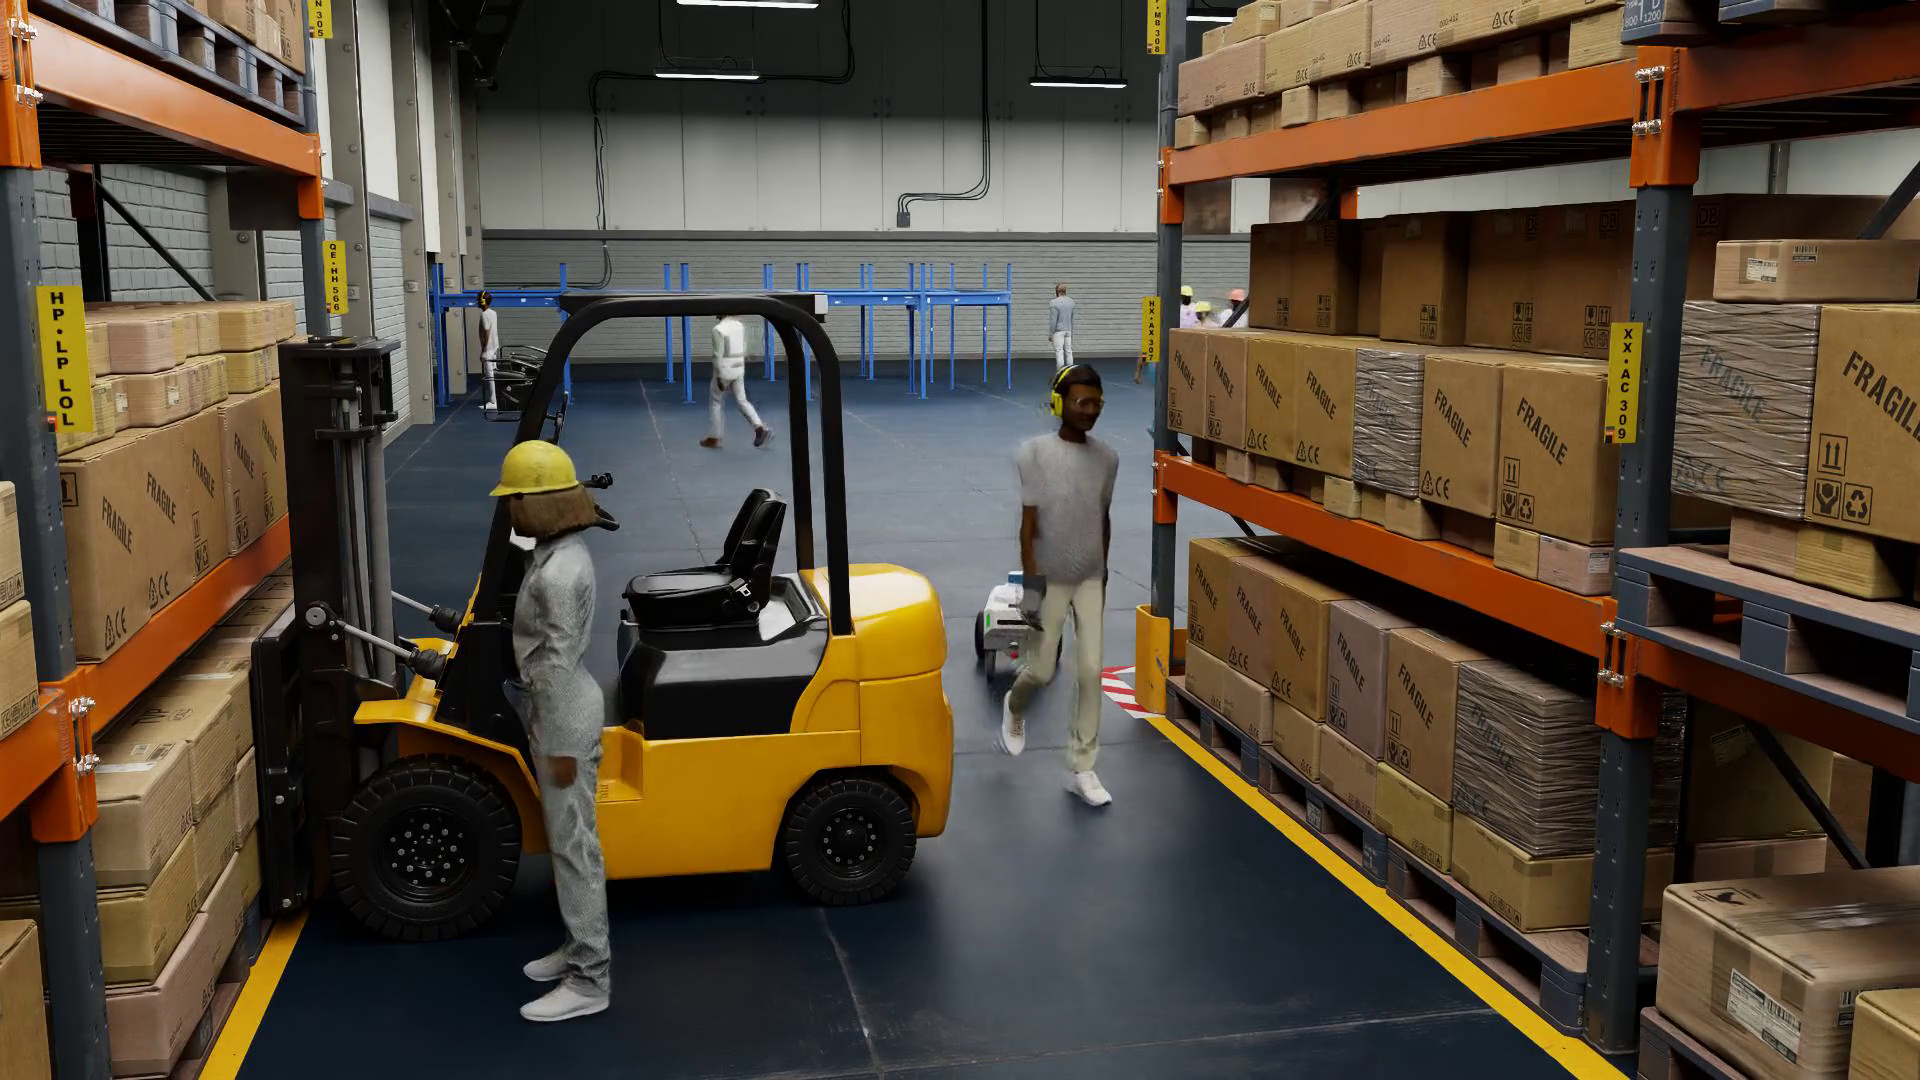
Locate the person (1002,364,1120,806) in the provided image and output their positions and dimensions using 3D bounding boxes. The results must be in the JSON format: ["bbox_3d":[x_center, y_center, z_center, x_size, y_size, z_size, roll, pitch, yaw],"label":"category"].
[{"bbox_3d":[0.425,0.160,7.156,0.512,1.852,0.710,-4,10,-21],"label":"person"}]

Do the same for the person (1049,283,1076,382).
[{"bbox_3d":[1.989,-4.067,32.650,0.629,1.940,0.379,-7,12,-38],"label":"person"}]

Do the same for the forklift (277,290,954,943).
[{"bbox_3d":[-1.179,0.175,6.143,2.313,2.155,1.214,-2,10,-12],"label":"forklift"}]

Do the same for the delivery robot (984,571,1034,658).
[{"bbox_3d":[0.322,0.420,9.352,0.477,0.478,0.707,1,9,5],"label":"delivery robot"}]

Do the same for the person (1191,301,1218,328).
[{"bbox_3d":[3.718,-2.743,25.147,0.620,1.744,0.532,-8,12,-41],"label":"person"}]

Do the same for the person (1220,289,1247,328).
[{"bbox_3d":[4.471,-3.158,27.244,0.542,1.899,0.977,-5,10,-26],"label":"person"}]

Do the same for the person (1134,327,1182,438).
[{"bbox_3d":[2.576,-2.165,21.472,0.589,1.792,0.960,-3,10,-20],"label":"person"}]

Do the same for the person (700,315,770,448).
[{"bbox_3d":[-2.834,-2.104,20.774,0.898,1.917,0.615,6,11,32],"label":"person"}]

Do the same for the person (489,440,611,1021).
[{"bbox_3d":[-1.236,0.563,5.044,0.309,1.738,0.495,-2,10,-13],"label":"person"}]

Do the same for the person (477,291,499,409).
[{"bbox_3d":[-7.533,-3.030,26.528,0.329,1.874,0.518,1,9,4],"label":"person"}]

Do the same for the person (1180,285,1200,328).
[{"bbox_3d":[4.223,-3.802,31.095,0.616,1.913,0.446,-3,10,-17],"label":"person"}]
